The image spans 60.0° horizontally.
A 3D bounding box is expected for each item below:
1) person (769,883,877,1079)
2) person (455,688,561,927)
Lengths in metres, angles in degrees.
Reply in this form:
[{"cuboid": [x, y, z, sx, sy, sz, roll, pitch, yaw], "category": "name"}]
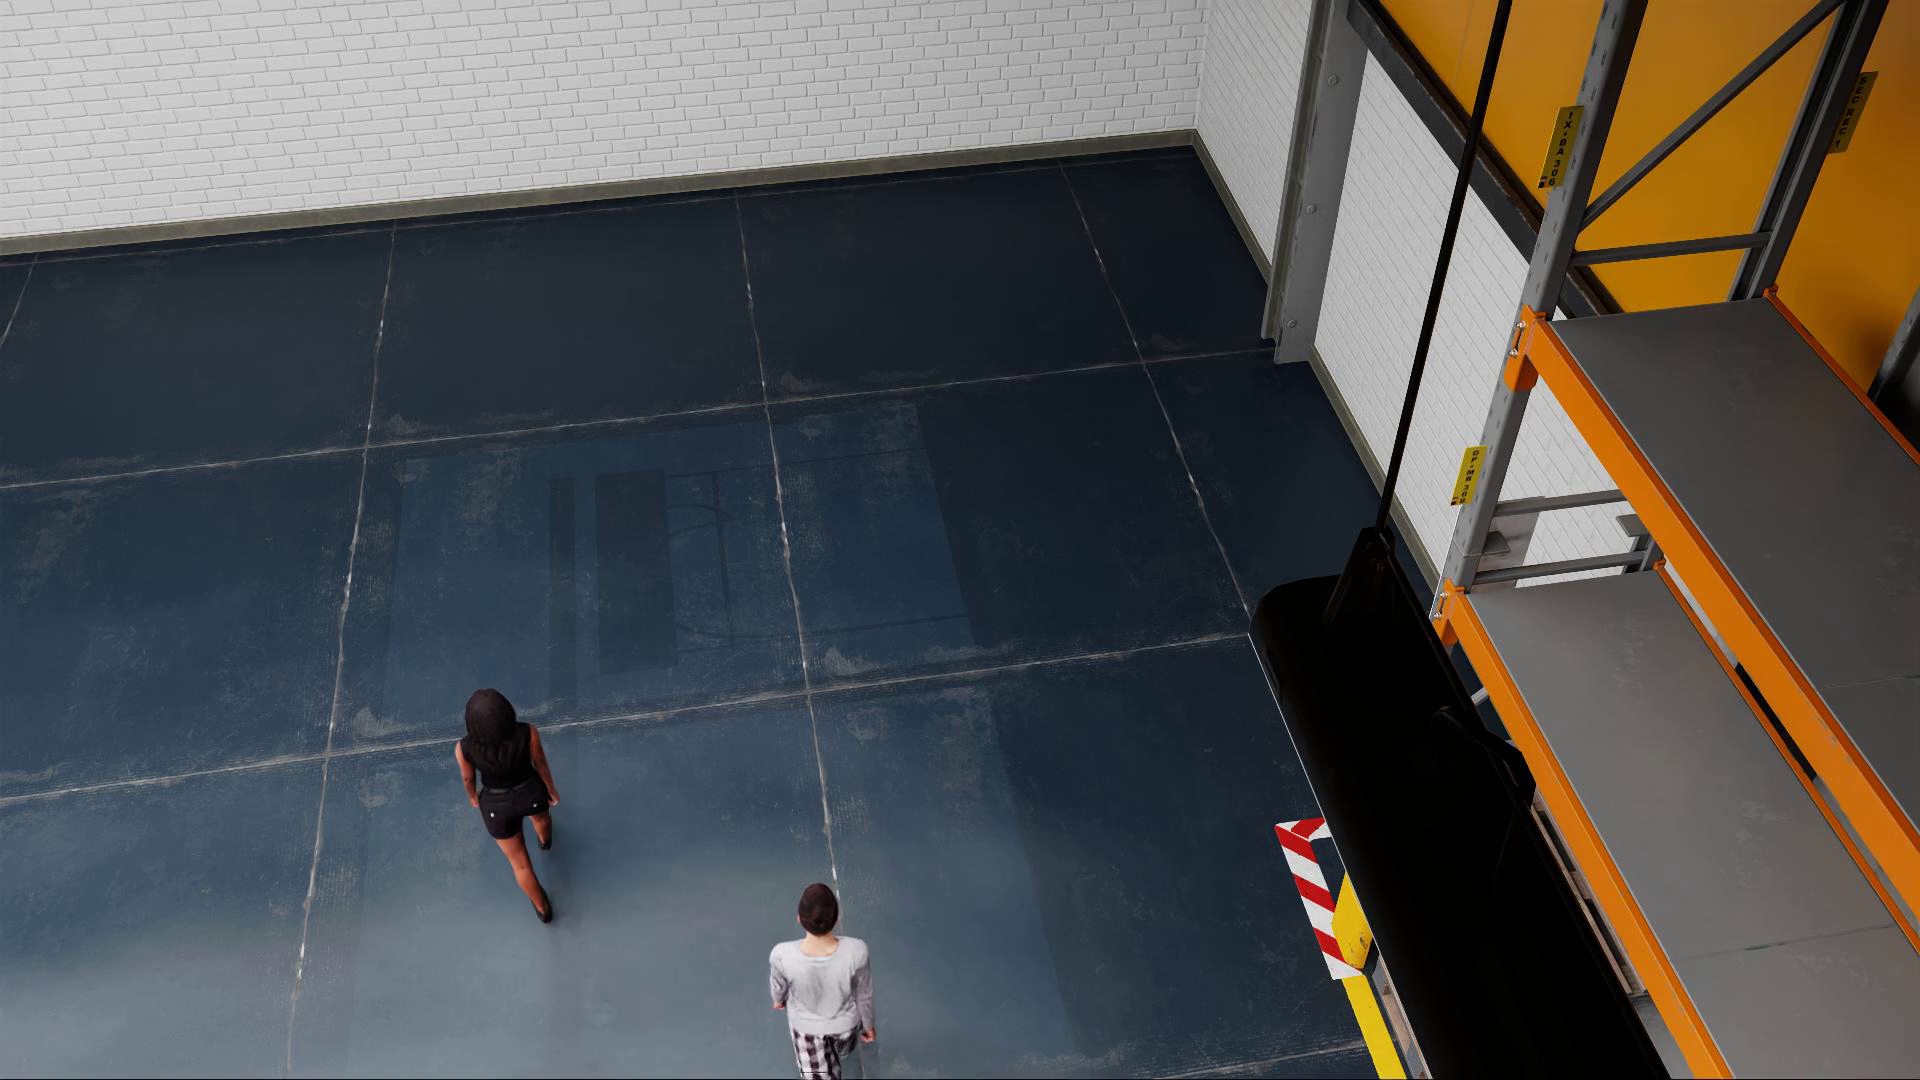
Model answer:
[{"cuboid": [-0.639, 2.361, 7.956, 0.680, 1.795, 1.143, -4, 44, -5], "category": "person"}, {"cuboid": [-2.368, 1.482, 8.936, 0.757, 1.717, 1.034, -17, 46, -17], "category": "person"}]
